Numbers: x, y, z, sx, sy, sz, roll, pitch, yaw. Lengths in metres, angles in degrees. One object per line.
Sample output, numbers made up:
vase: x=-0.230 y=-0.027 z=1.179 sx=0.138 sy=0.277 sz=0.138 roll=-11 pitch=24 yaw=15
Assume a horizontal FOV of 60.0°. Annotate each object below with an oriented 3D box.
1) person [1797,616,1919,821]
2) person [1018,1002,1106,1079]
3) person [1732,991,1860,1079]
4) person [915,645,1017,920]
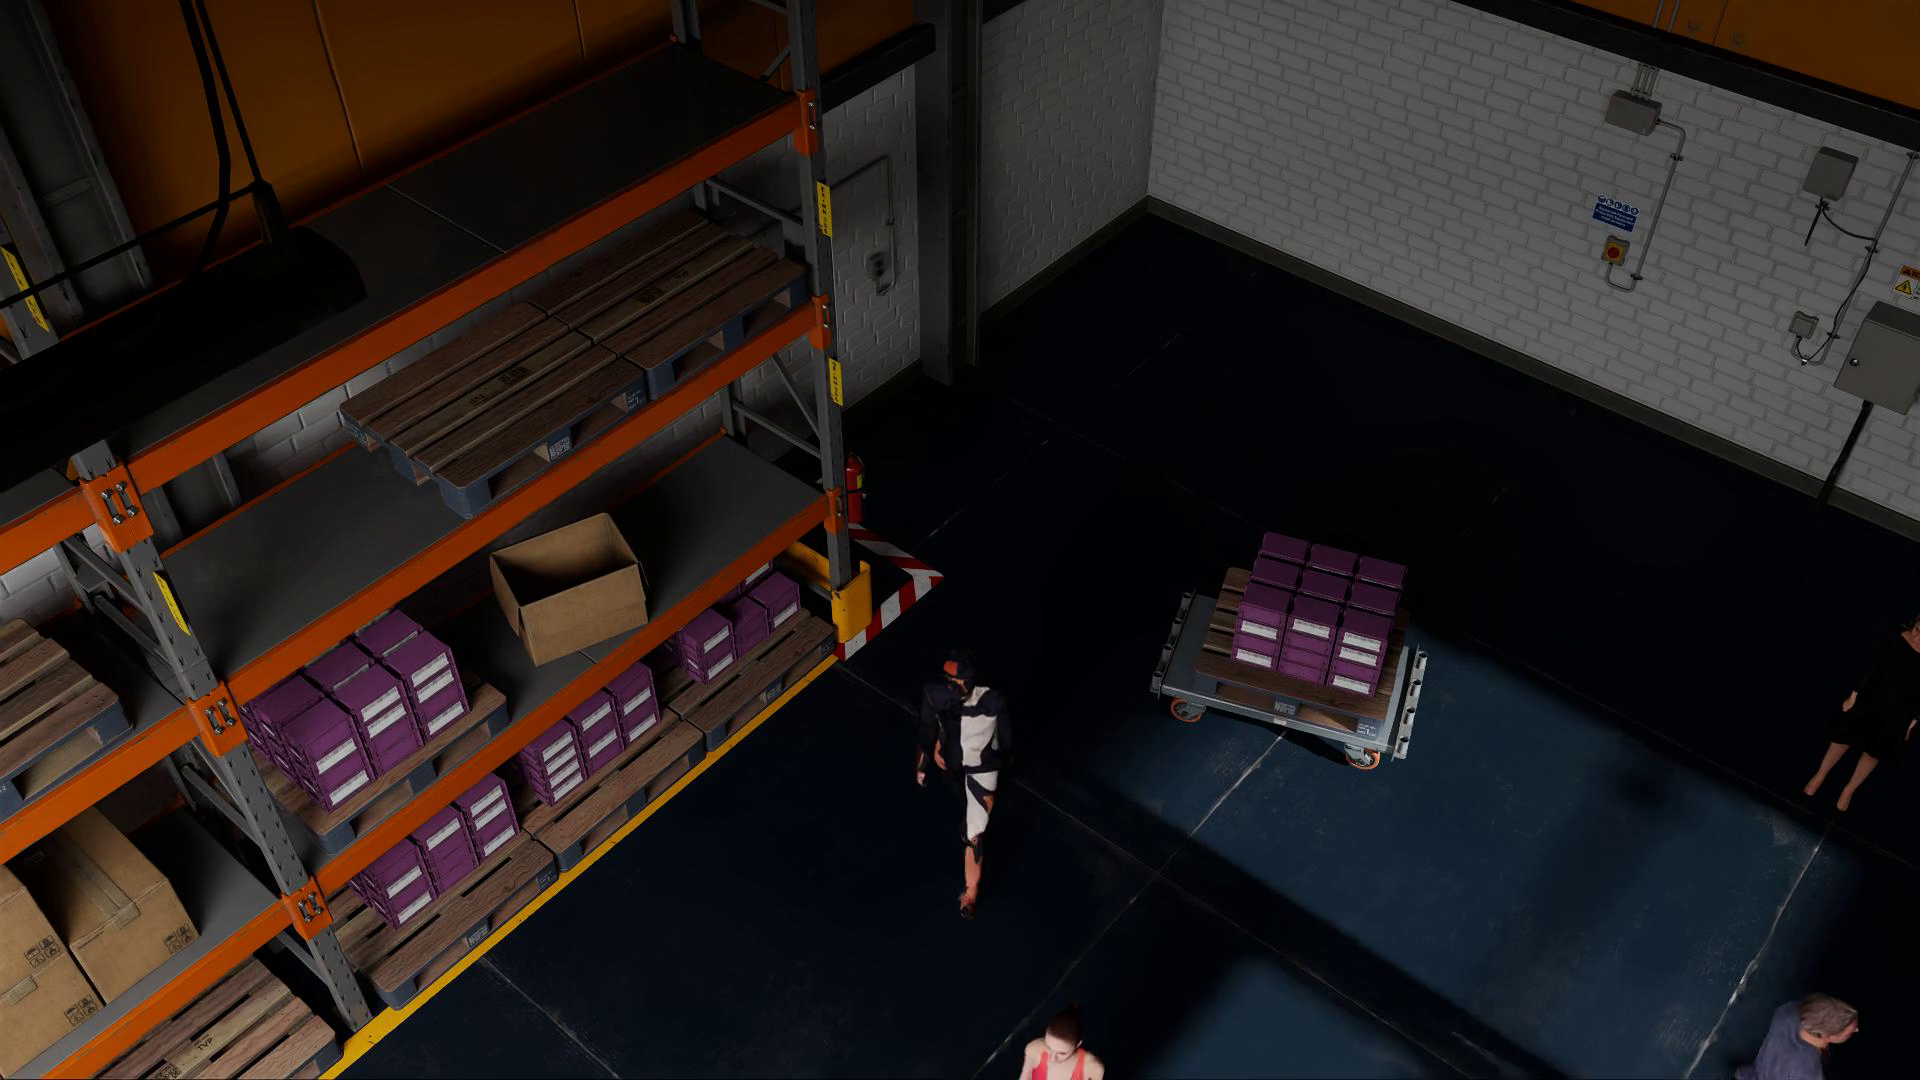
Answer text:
person: x=5.458 y=1.022 z=9.851 sx=0.594 sy=1.747 sz=0.556 roll=32 pitch=52 yaw=29
person: x=0.521 y=2.719 z=8.079 sx=0.710 sy=1.735 sz=0.819 roll=16 pitch=46 yaw=17
person: x=3.790 y=2.717 z=7.983 sx=1.040 sy=1.869 sz=1.096 roll=7 pitch=44 yaw=7
person: x=0.055 y=1.192 z=9.604 sx=1.057 sy=1.842 sz=1.286 roll=8 pitch=44 yaw=8
